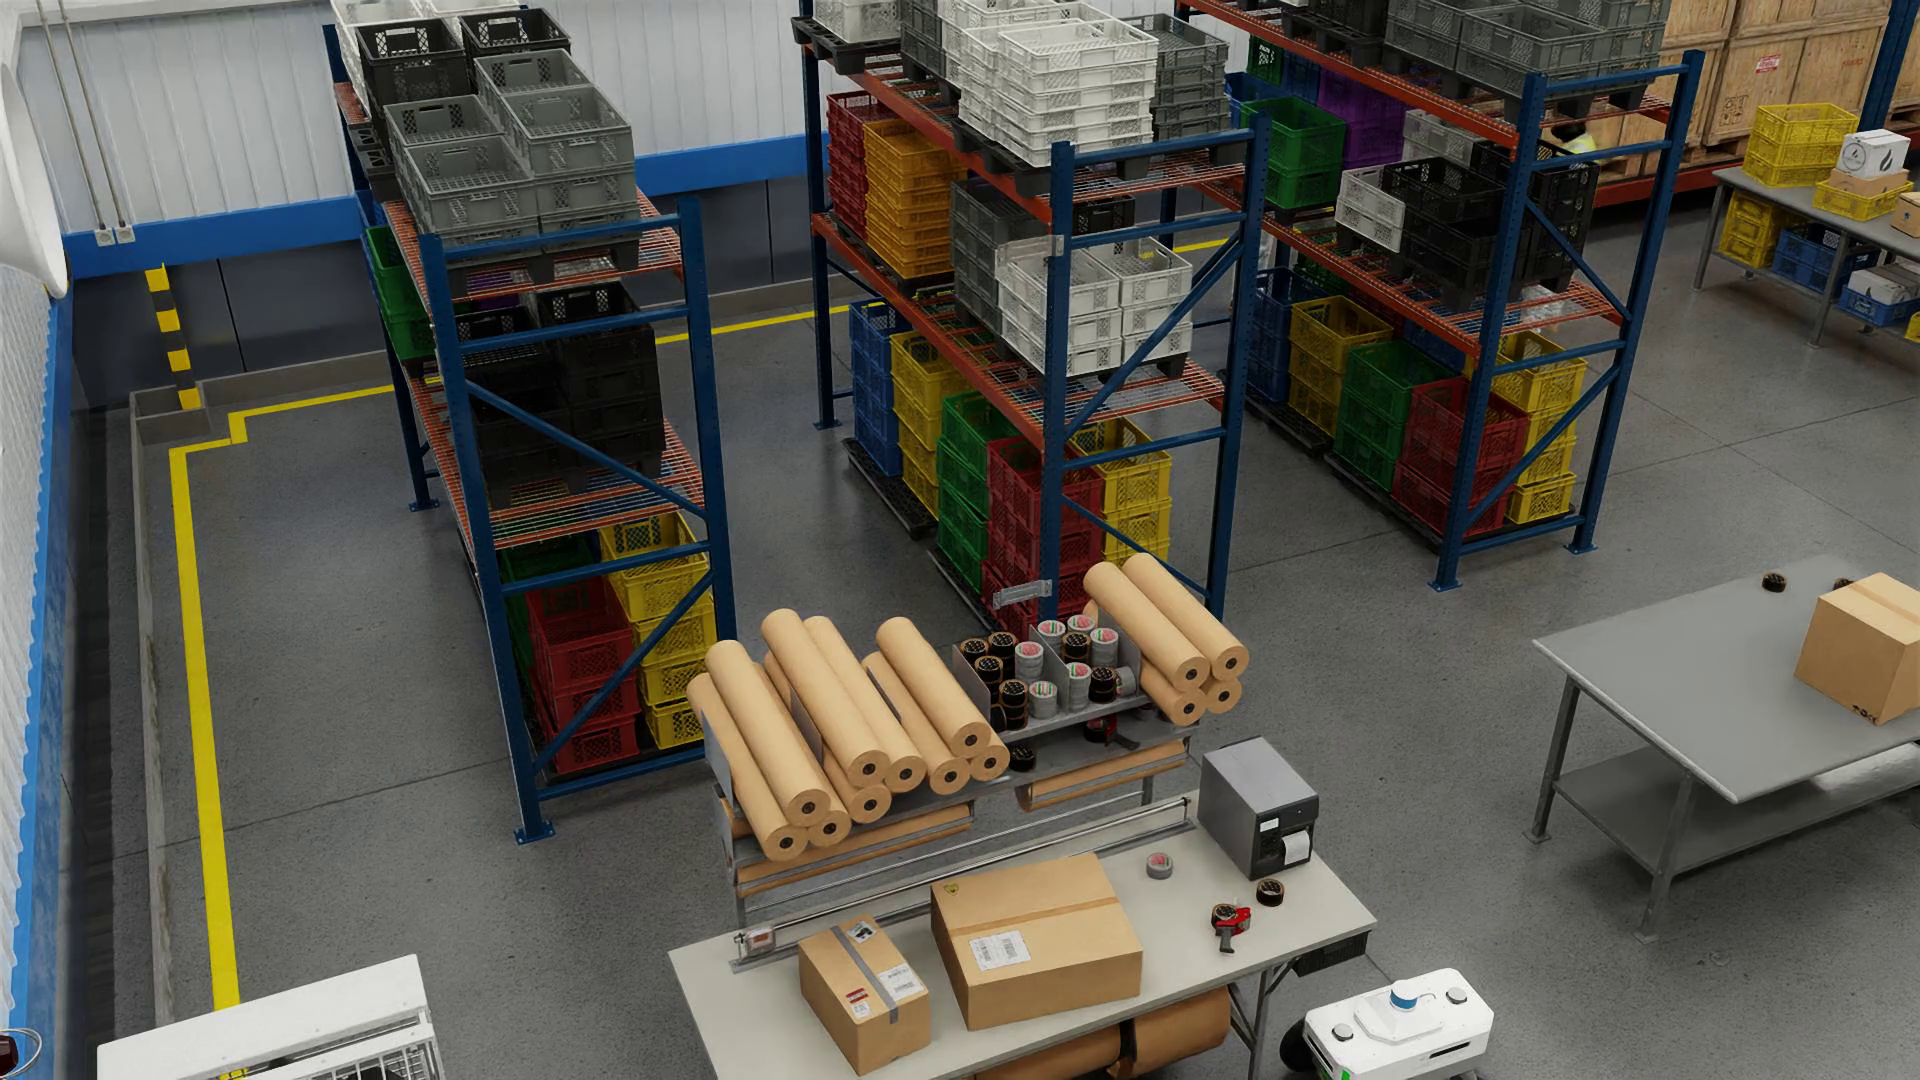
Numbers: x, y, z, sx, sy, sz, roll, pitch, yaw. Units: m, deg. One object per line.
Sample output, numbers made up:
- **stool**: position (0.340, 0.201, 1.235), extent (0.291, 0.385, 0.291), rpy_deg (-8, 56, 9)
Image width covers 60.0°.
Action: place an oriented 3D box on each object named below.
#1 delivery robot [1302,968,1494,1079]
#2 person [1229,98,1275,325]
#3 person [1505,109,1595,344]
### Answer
- **delivery robot**: position (1.702, 1.919, 6.473), extent (0.707, 0.478, 0.477), rpy_deg (-11, 33, -18)
- **person**: position (2.290, -2.557, 12.572), extent (0.342, 1.880, 0.587), rpy_deg (-7, 32, -12)
- **person**: position (4.385, -2.338, 12.282), extent (0.445, 1.823, 0.642), rpy_deg (11, 33, 18)
